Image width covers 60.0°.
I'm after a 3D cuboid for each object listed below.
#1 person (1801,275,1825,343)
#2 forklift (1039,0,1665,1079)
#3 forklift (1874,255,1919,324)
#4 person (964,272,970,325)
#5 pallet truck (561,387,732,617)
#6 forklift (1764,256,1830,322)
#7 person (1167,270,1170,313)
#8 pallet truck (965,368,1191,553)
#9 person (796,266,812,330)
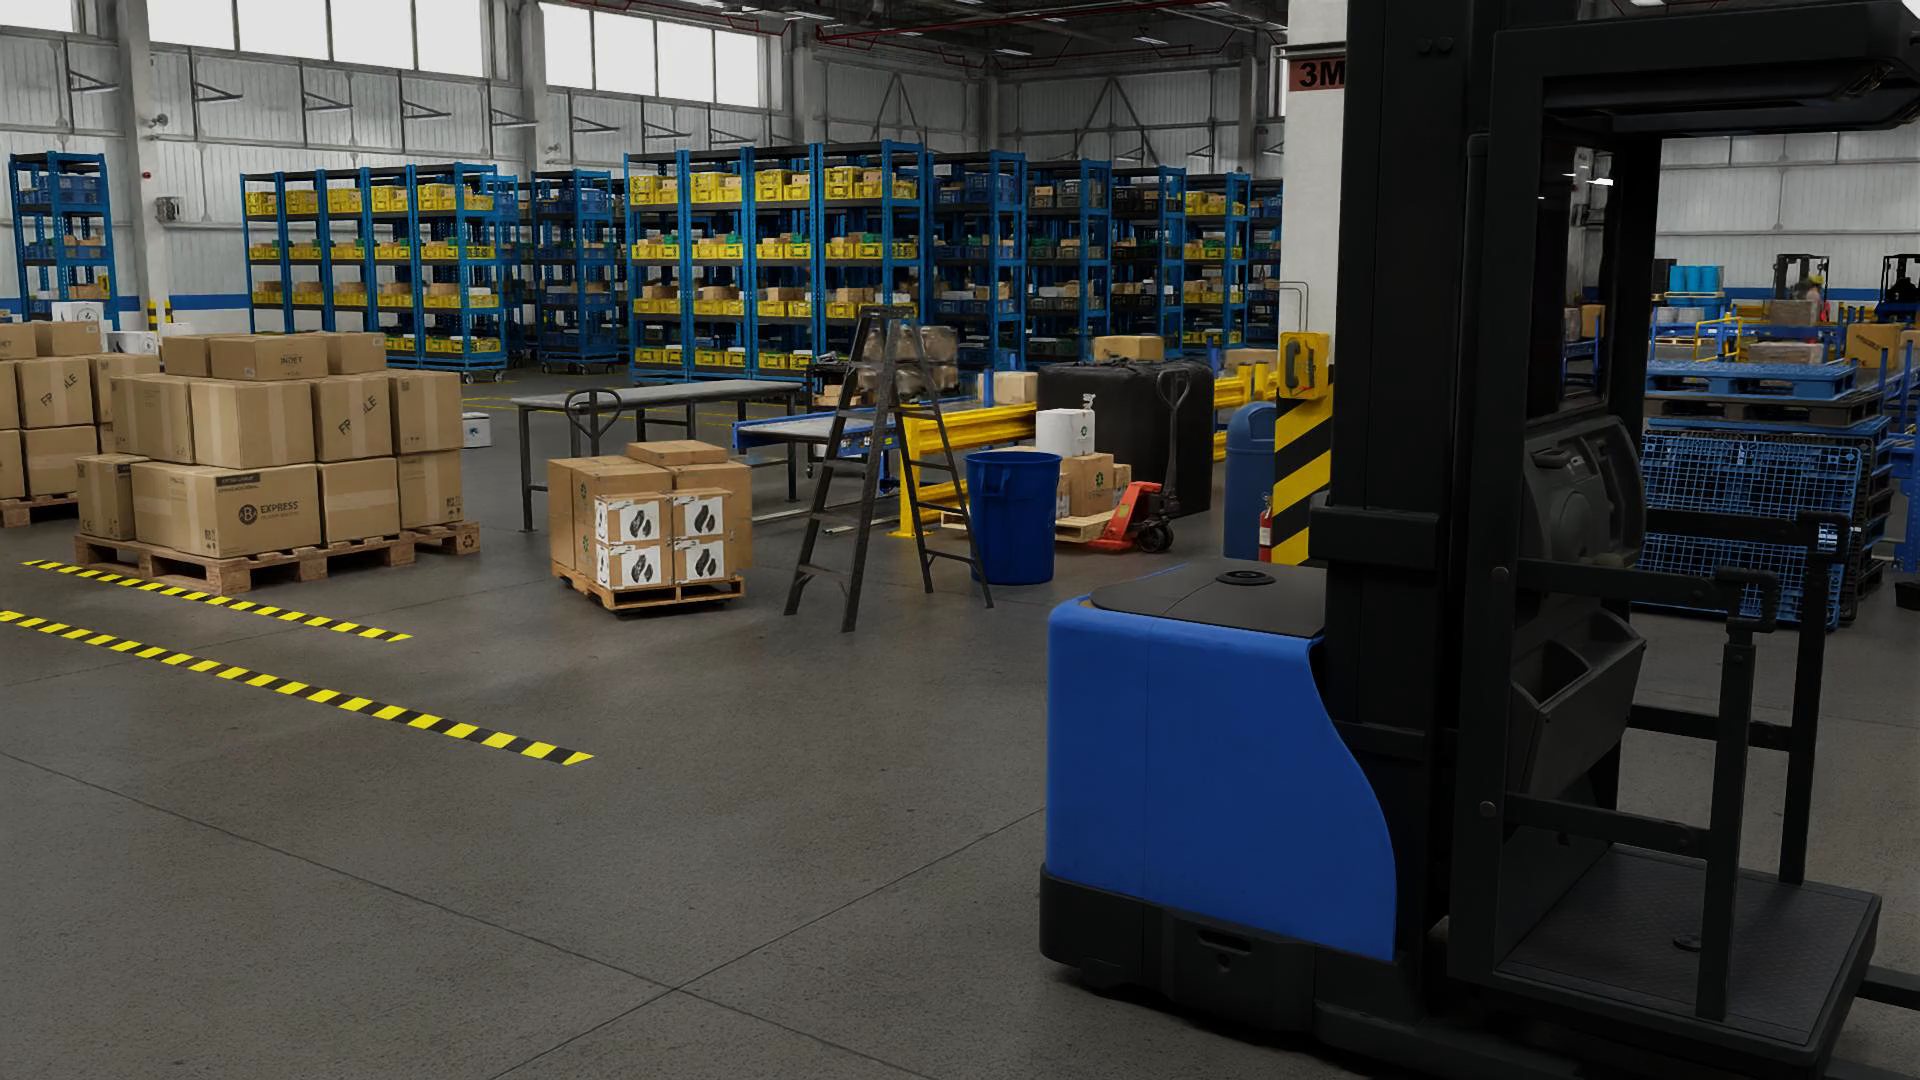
[{"bbox_3d":[16.962,-4.412,33.179,0.479,1.746,0.534,0,10,3],"label":"person"},{"bbox_3d":[1.249,-0.137,4.360,1.873,2.768,1.129,7,12,35],"label":"forklift"},{"bbox_3d":[22.089,-5.634,38.796,1.157,1.987,2.680,6,11,33],"label":"forklift"},{"bbox_3d":[-0.049,-4.653,34.457,0.750,1.809,0.603,-7,12,-34],"label":"person"},{"bbox_3d":[-1.981,-0.274,10.088,0.680,1.201,1.601,-5,11,-28],"label":"pallet truck"},{"bbox_3d":[20.253,-5.854,40.139,1.157,1.987,2.680,7,12,35],"label":"forklift"},{"bbox_3d":[5.425,-6.170,43.395,0.485,1.836,0.576,-9,13,-42],"label":"person"},{"bbox_3d":[0.845,-0.609,11.869,1.630,1.274,0.653,7,12,35],"label":"pallet truck"},{"bbox_3d":[-2.893,-4.230,31.510,0.649,1.939,1.005,3,10,19],"label":"person"}]
